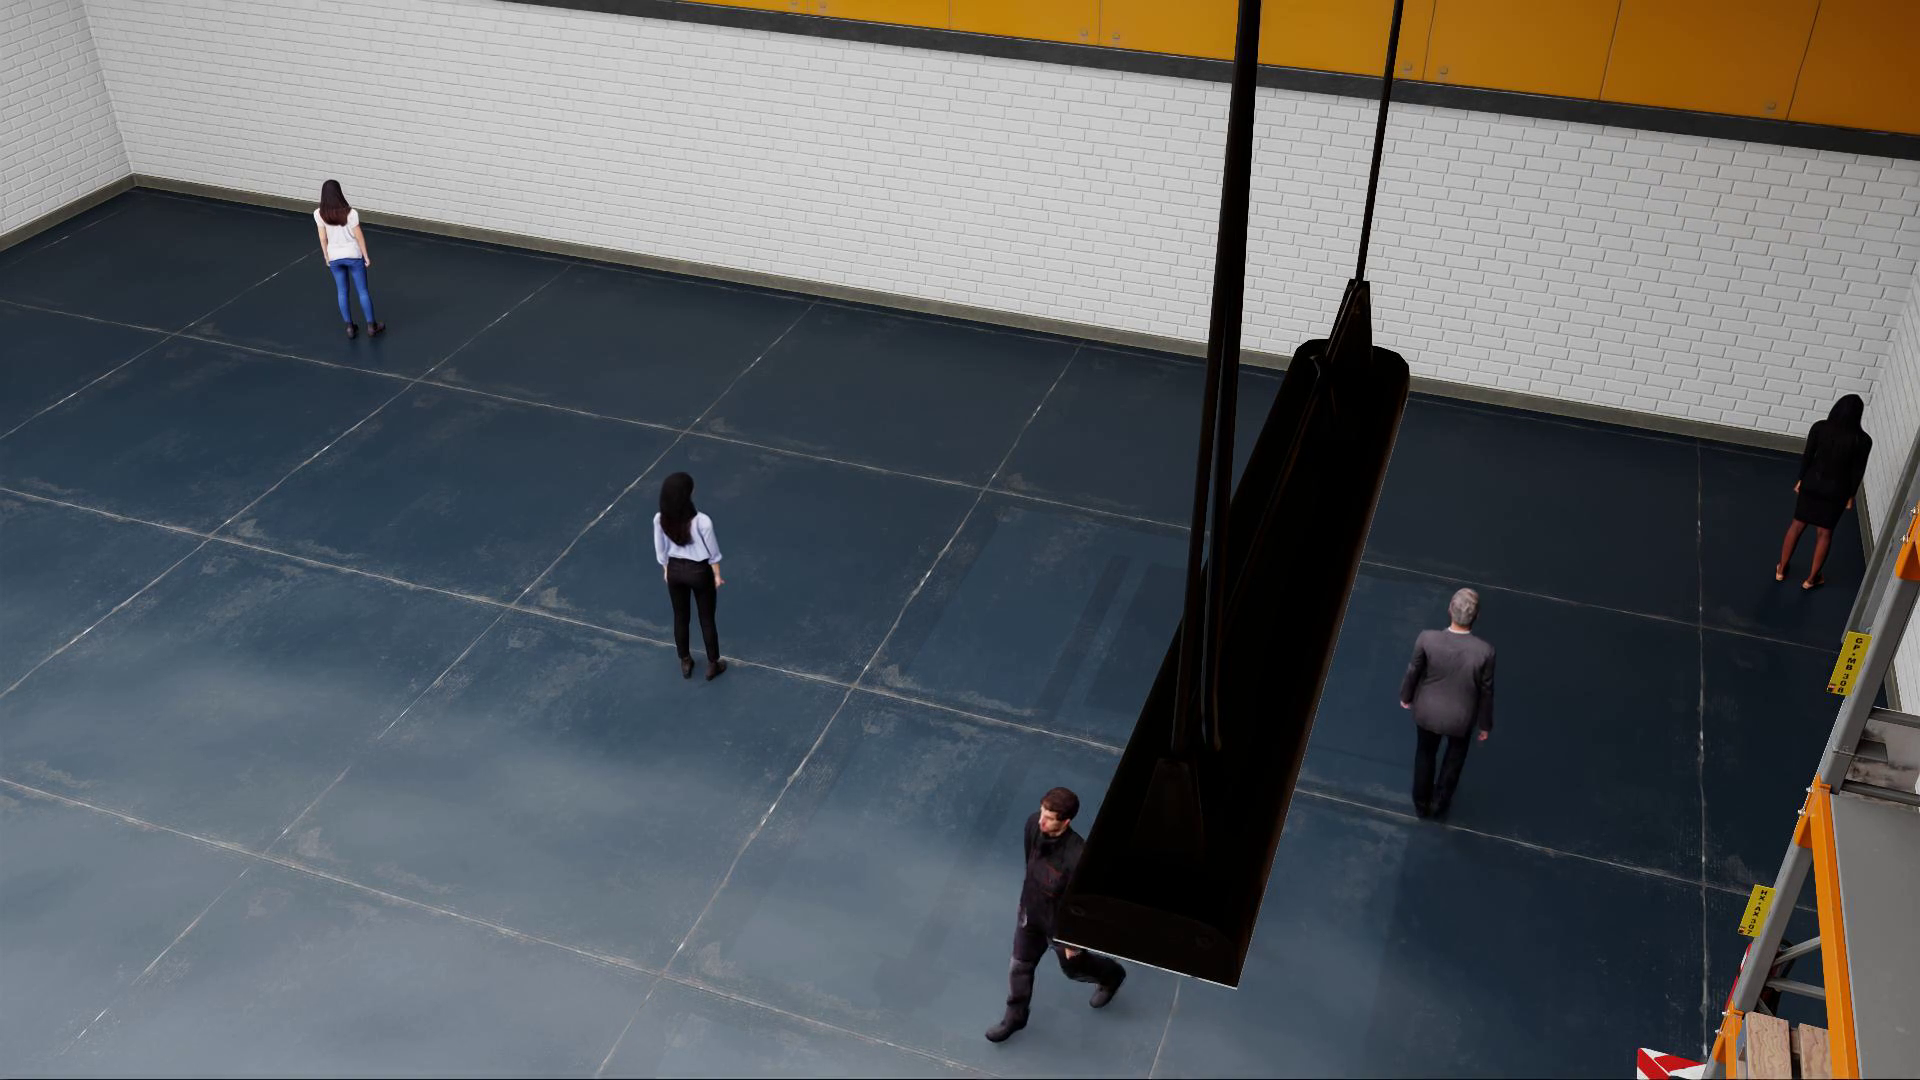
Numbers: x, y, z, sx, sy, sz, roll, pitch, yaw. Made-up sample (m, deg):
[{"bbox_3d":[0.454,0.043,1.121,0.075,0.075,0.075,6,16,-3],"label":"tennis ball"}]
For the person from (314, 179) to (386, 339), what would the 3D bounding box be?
[{"bbox_3d":[-6.251,-2.849,16.942,0.670,1.684,0.642,0,34,0],"label":"person"}]

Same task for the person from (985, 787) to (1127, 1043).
[{"bbox_3d":[0.620,2.085,9.410,1.281,1.805,1.121,-23,40,-30],"label":"person"}]

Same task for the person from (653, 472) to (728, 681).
[{"bbox_3d":[-1.980,0.274,12.188,0.677,1.746,0.594,7,34,10],"label":"person"}]

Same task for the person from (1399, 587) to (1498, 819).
[{"bbox_3d":[3.149,1.148,10.811,0.768,1.814,0.613,12,35,17],"label":"person"}]

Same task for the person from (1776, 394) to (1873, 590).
[{"bbox_3d":[6.877,-0.402,13.228,0.676,1.719,0.632,25,41,33],"label":"person"}]
